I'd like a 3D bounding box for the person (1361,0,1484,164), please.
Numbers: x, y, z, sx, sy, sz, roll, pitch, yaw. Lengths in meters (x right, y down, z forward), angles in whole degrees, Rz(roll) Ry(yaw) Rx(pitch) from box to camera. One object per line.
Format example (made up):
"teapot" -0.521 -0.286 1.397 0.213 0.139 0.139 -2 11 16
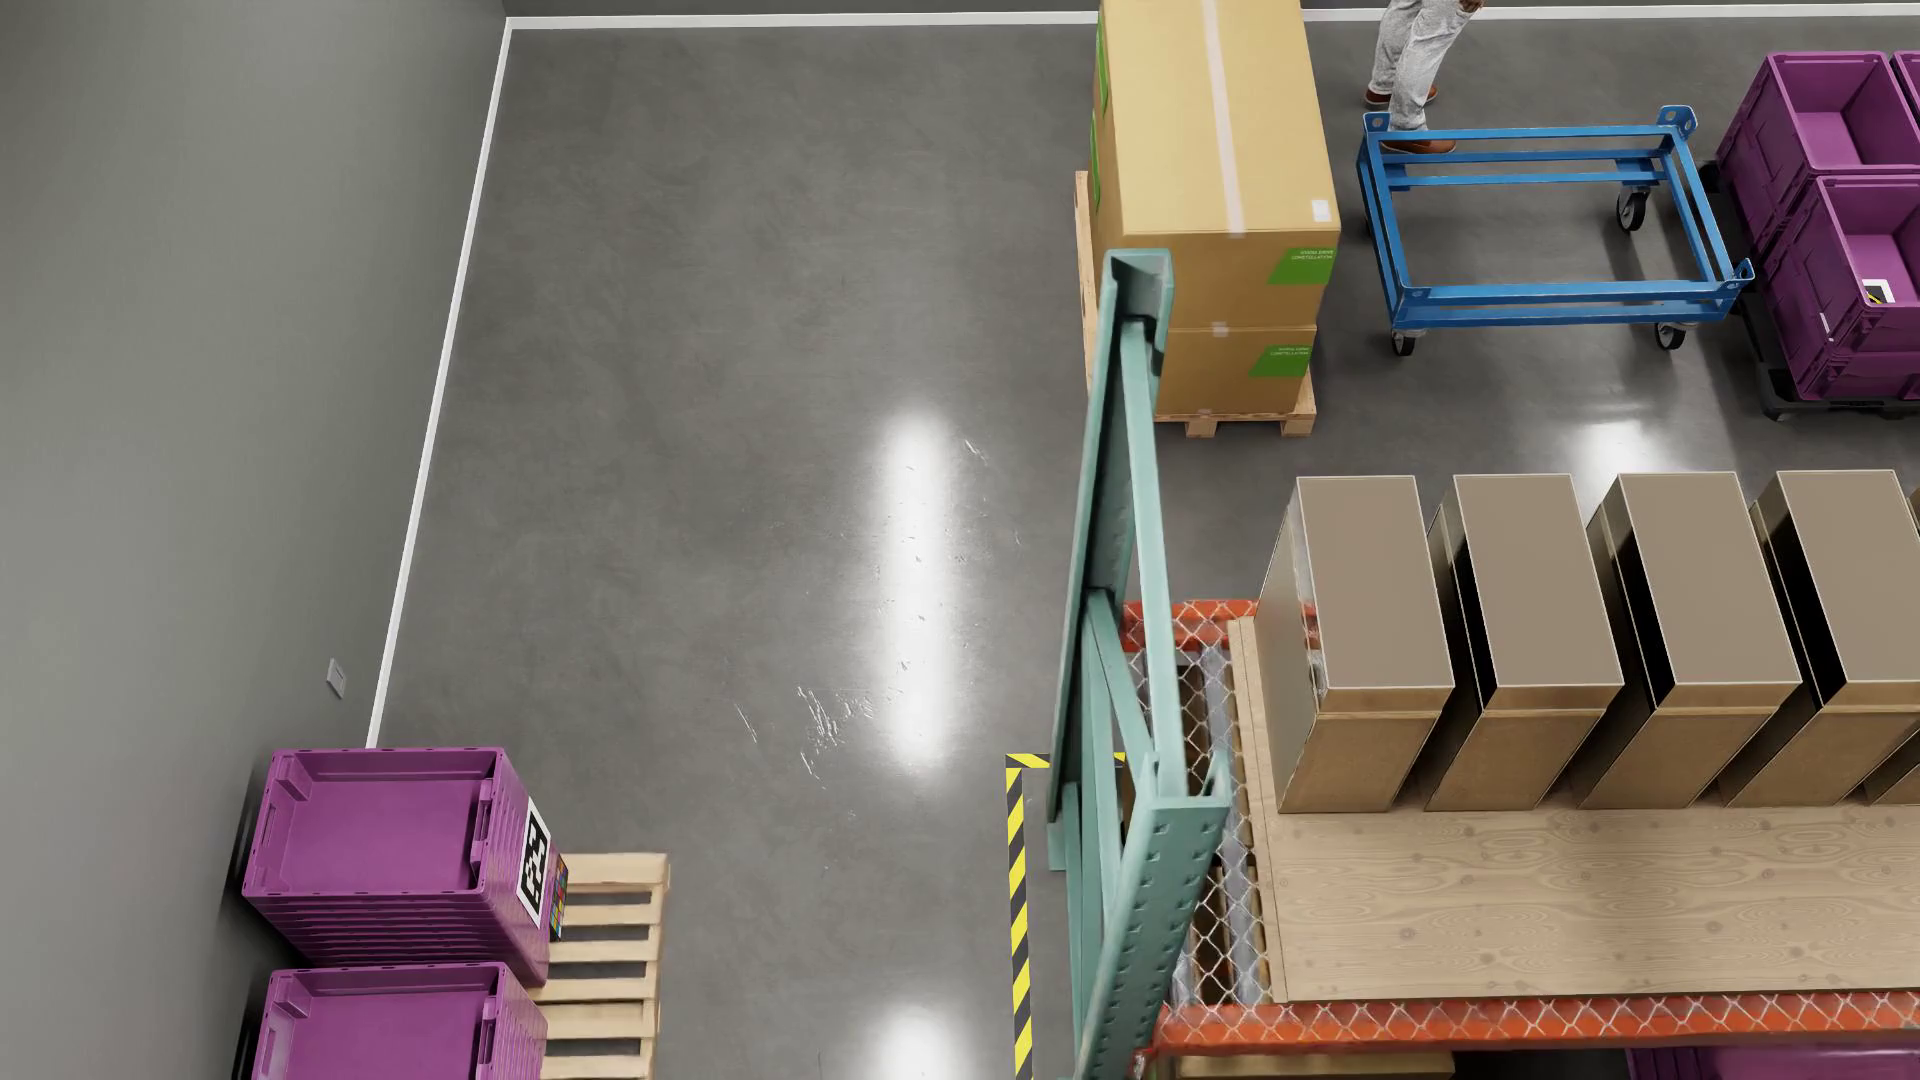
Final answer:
"person" 1.831 -2.239 6.075 0.356 1.938 0.638 -3 58 -2
